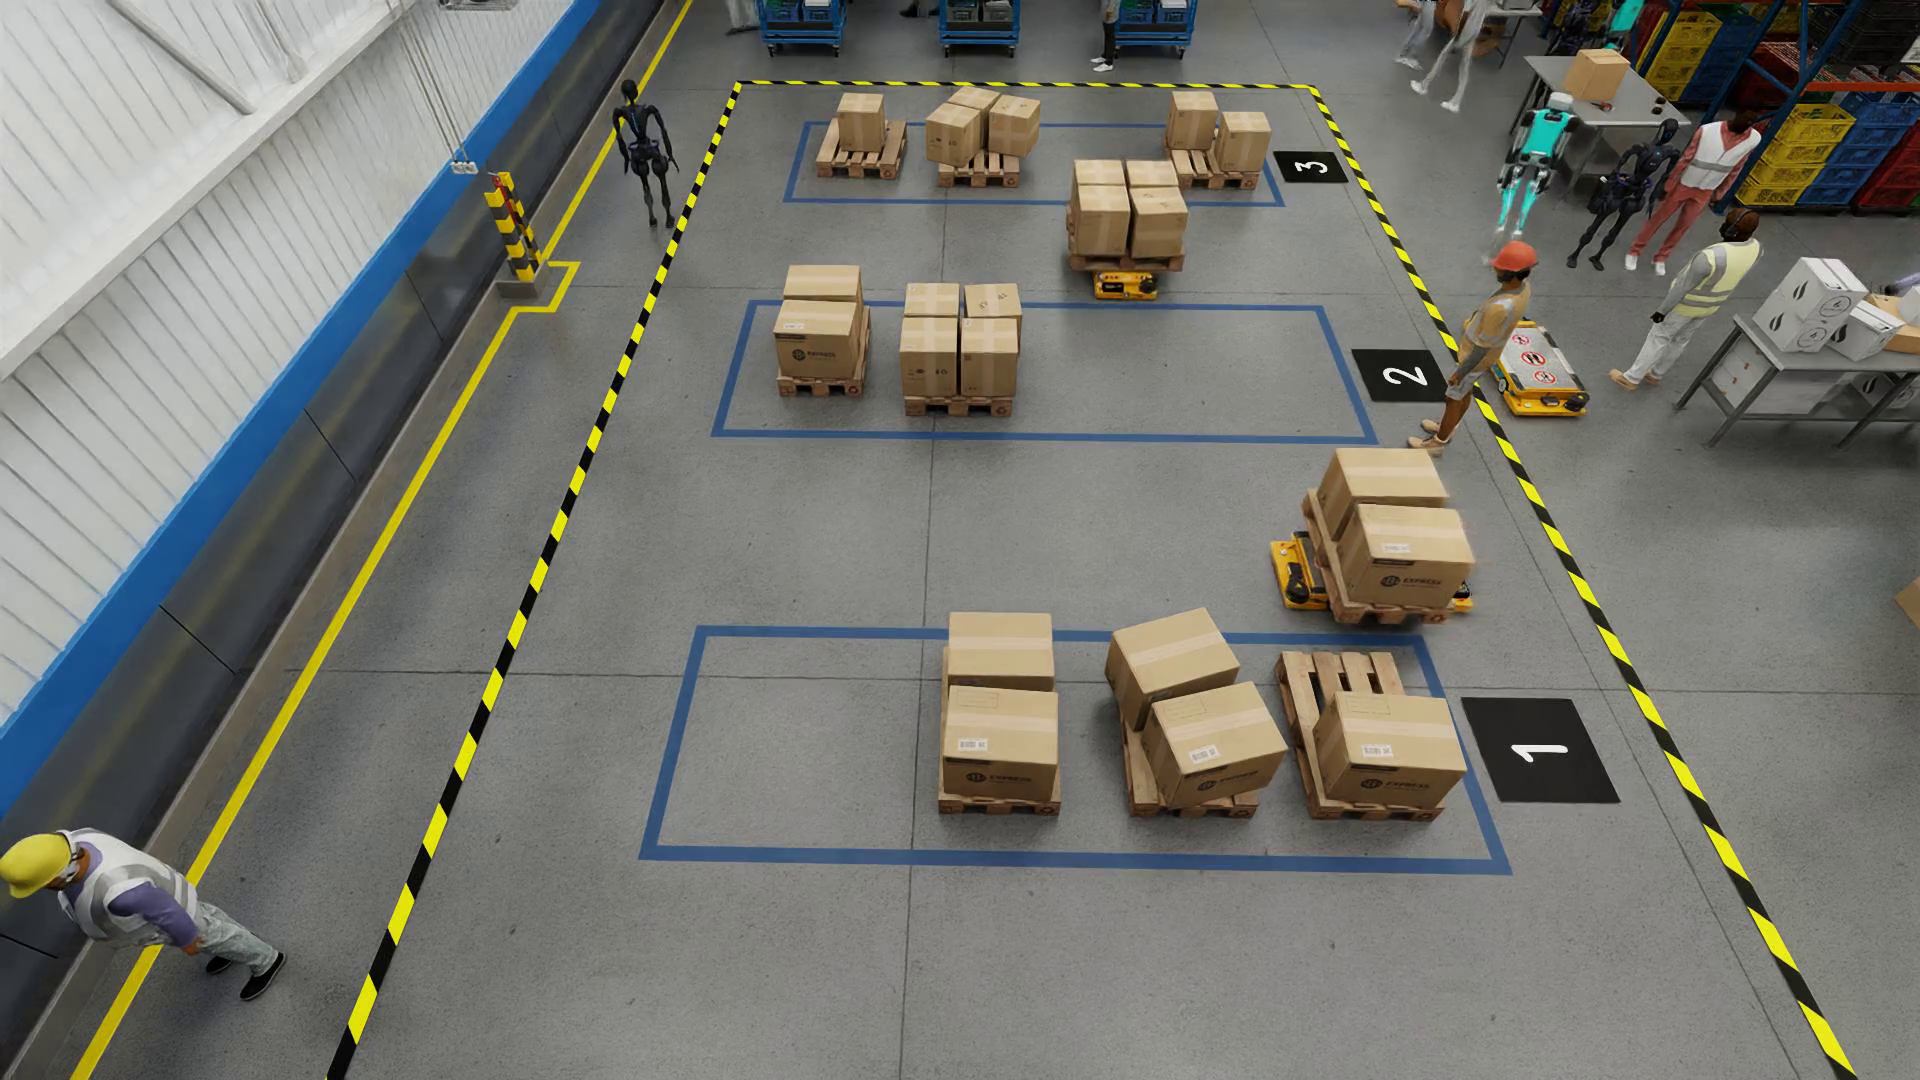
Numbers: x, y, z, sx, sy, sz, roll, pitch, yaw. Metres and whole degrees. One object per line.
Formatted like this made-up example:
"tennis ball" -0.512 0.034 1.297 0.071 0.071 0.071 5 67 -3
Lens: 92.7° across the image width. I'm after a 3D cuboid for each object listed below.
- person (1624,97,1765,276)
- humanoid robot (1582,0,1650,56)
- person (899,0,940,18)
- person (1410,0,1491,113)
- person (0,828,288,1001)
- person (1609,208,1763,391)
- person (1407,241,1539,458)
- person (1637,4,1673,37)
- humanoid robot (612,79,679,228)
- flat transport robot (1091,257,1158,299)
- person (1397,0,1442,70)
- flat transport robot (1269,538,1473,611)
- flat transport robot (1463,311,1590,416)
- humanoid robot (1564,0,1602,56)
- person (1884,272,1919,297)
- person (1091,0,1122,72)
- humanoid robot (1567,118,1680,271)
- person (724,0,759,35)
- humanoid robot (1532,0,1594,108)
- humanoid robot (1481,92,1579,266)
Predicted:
"person" 7.765 -3.727 9.676 0.594 1.910 0.393 14 50 11
"humanoid robot" 8.553 -6.694 12.350 0.557 1.792 0.733 -11 50 -10
"person" -0.621 -9.332 14.532 0.904 1.898 0.565 1 49 1
"person" 6.805 -6.890 12.471 0.497 1.814 0.961 -17 51 -14
"person" -4.224 1.961 4.807 0.588 1.824 0.403 24 53 19
"person" 6.644 -2.152 8.364 0.629 1.835 0.429 -11 50 -10
"person" 4.312 -1.566 7.725 0.399 2.028 0.613 35 58 26
"person" 10.207 -7.910 13.231 0.635 2.013 0.611 13 50 11
"humanoid robot" -3.515 -4.297 10.315 0.616 1.645 0.388 -6 49 -5
"flat transport robot" 1.805 -3.196 10.281 0.652 0.197 1.431 1 49 1
"person" 6.900 -7.783 13.311 0.609 1.710 0.519 34 57 26
"flat transport robot" 3.268 0.241 7.306 1.431 0.197 0.652 1 49 1
"flat transport robot" 5.573 -1.757 9.054 0.659 0.231 1.431 1 49 1
"humanoid robot" 9.373 -8.036 13.554 0.326 1.654 0.586 31 56 24
"person" 10.030 -2.956 9.111 0.419 1.750 0.511 19 52 16
"person" 2.133 -7.756 13.202 0.403 1.848 0.589 2 49 1
"humanoid robot" 7.108 -3.652 9.753 0.599 1.657 0.315 10 50 8
"person" -3.558 -8.807 14.122 0.693 1.821 0.603 -10 50 -8
"humanoid robot" 8.015 -6.471 12.196 0.319 1.651 0.593 -3 49 -3
"humanoid robot" 6.056 -3.757 9.814 0.564 1.756 0.786 15 51 13
